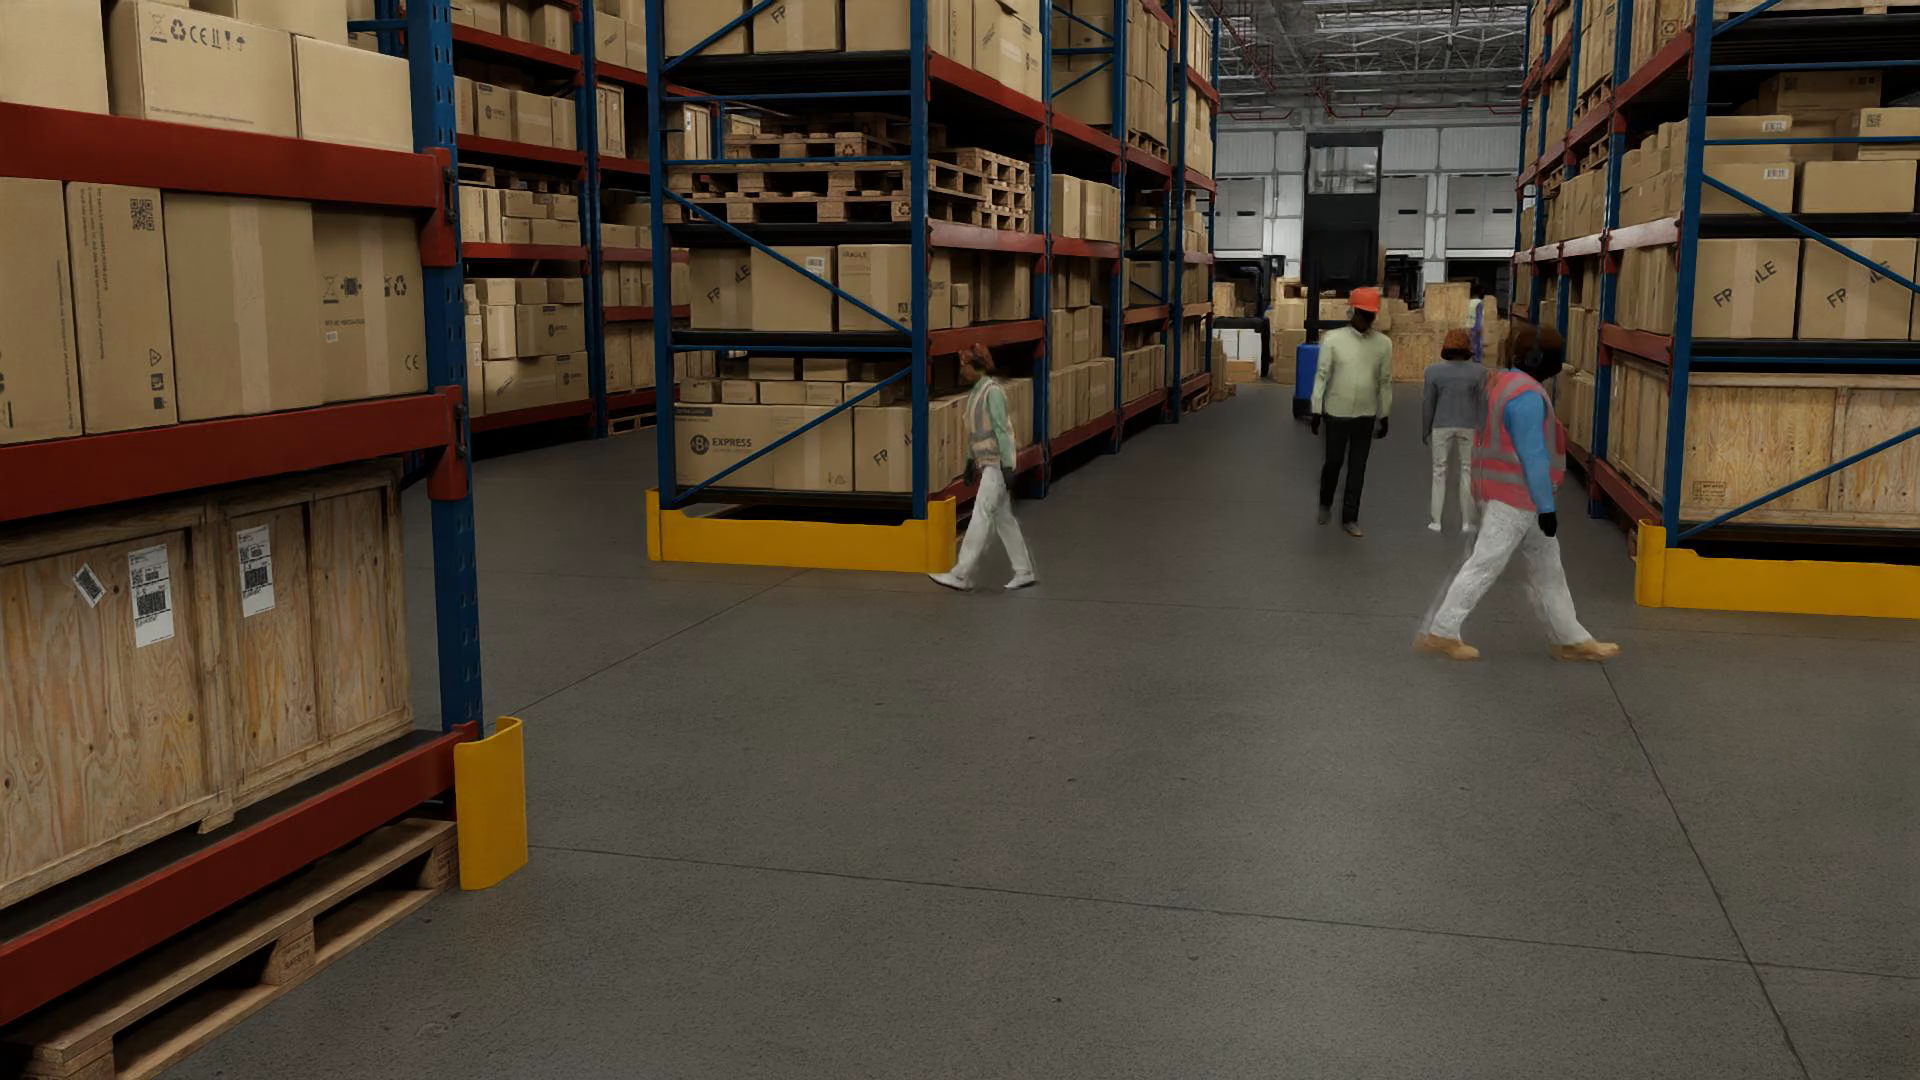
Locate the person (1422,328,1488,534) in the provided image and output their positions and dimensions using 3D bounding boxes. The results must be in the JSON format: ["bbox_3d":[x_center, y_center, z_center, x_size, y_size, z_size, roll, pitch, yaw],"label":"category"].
[{"bbox_3d":[3.922,-0.863,13.201,0.498,1.633,0.285,3,9,16],"label":"person"}]

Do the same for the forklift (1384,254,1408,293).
[{"bbox_3d":[14.512,-8.215,55.966,1.129,2.768,1.873,-2,9,-13],"label":"forklift"}]

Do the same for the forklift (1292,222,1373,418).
[{"bbox_3d":[5.478,-3.211,24.173,1.129,2.768,1.873,2,9,15],"label":"forklift"}]

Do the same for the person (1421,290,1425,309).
[{"bbox_3d":[15.709,-7.621,56.118,0.306,1.639,0.522,2,9,10],"label":"person"}]

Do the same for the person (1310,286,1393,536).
[{"bbox_3d":[3.097,-1.028,13.208,0.644,1.972,0.602,-1,9,-4],"label":"person"}]

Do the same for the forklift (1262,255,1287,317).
[{"bbox_3d":[10.799,-8.409,57.195,1.129,2.768,1.873,-9,12,-44],"label":"forklift"}]

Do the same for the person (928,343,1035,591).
[{"bbox_3d":[0.165,-0.461,10.737,0.744,1.593,0.582,-2,9,-15],"label":"person"}]

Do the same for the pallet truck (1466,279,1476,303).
[{"bbox_3d":[18.896,-8.459,60.307,1.885,1.965,0.823,5,10,31],"label":"pallet truck"}]

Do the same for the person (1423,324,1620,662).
[{"bbox_3d":[2.935,-0.226,8.689,1.000,1.791,0.637,3,9,16],"label":"person"}]

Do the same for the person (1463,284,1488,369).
[{"bbox_3d":[11.258,-4.655,36.468,0.754,1.900,0.595,0,9,0],"label":"person"}]
